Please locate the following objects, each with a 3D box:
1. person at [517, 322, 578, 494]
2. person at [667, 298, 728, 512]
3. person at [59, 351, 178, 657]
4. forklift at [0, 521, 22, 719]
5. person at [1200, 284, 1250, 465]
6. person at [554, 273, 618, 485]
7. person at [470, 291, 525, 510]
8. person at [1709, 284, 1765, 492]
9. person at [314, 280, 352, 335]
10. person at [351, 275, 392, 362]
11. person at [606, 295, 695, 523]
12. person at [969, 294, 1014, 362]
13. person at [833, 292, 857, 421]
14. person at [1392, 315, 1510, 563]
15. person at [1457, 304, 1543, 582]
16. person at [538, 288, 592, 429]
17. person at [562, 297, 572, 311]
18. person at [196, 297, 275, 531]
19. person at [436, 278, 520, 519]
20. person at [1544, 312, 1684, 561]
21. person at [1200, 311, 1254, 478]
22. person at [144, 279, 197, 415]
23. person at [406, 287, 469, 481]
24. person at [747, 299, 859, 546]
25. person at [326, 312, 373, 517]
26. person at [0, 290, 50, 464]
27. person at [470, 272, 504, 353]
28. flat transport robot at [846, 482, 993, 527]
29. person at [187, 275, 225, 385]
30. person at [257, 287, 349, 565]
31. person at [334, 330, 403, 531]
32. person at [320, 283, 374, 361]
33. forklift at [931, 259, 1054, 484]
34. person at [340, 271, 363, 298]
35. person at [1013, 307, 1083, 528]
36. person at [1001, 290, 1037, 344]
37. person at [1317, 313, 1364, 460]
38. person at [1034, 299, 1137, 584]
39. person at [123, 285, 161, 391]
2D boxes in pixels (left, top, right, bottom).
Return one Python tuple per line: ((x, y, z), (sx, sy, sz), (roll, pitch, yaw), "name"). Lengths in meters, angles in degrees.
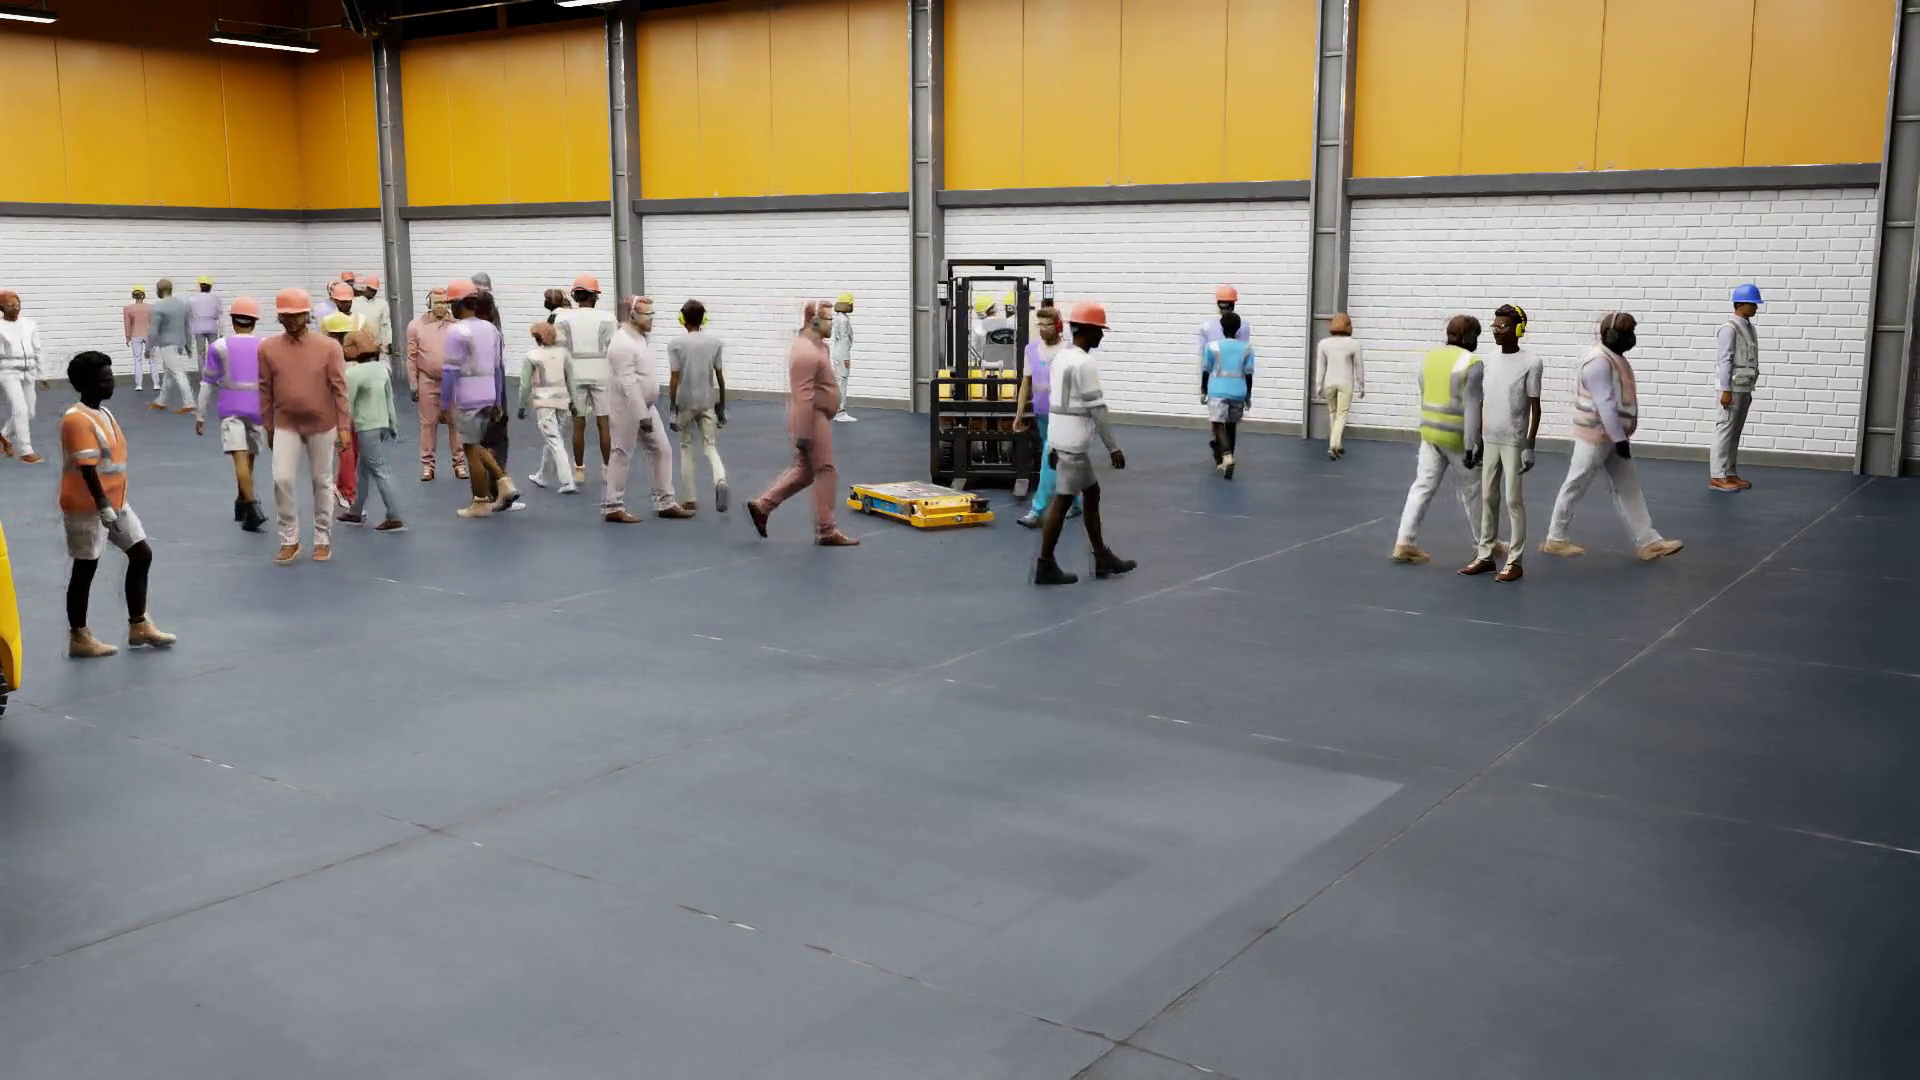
((-3.859, -1.238, 15.558), (0.860, 1.588, 0.525), (8, 12, 40), "person")
((-2.229, -1.128, 14.177), (0.516, 1.851, 0.726), (-5, 11, -27), "person")
((-4.605, -0.184, 9.048), (0.647, 1.676, 0.541), (-1, 10, -5), "person")
((-5.296, -0.090, 6.943), (1.214, 2.155, 2.313), (7, 12, 35), "forklift")
((2.752, -1.711, 17.394), (0.558, 1.926, 0.627), (6, 11, 31), "person")
((-3.588, -1.544, 16.061), (0.610, 2.040, 0.394), (-1, 10, -7), "person")
((-4.128, -1.197, 14.475), (0.705, 1.895, 0.363), (9, 13, 44), "person")
((7.328, -1.436, 15.688), (0.396, 1.946, 0.617), (9, 13, 43), "person")
((-8.015, -2.393, 21.515), (0.408, 1.909, 0.638), (3, 10, 16), "person")
((-8.706, -2.917, 24.503), (0.636, 1.941, 0.799), (-5, 11, -29), "person")
((-2.569, -1.055, 13.641), (0.841, 1.871, 0.657), (2, 10, 12), "person")
((0.356, -1.868, 18.732), (0.618, 1.787, 0.494), (-4, 10, -20), "person")
((-1.565, -2.480, 22.533), (0.322, 1.738, 0.488), (-2, 10, -14), "person")
((3.528, -0.717, 11.928), (1.003, 1.783, 0.636), (-5, 11, -27), "person")
((3.677, -0.653, 11.255), (0.329, 1.873, 0.515), (-6, 11, -31), "person")
((-5.083, -2.306, 21.243), (0.641, 1.823, 0.633), (0, 10, -2), "person")
((-5.891, -2.815, 24.887), (0.435, 1.616, 0.521), (5, 11, 28), "person")
((-5.840, -1.032, 13.524), (0.645, 1.878, 1.004), (-5, 11, -29), "person")
((-4.067, -1.164, 13.870), (0.482, 2.020, 0.603), (3, 10, 17), "person")
((4.714, -0.734, 11.978), (0.972, 1.787, 0.620), (9, 13, 42), "person")
((2.700, -1.459, 16.676), (0.526, 1.668, 0.802), (-2, 10, -10), "person")
((-11.181, -2.702, 23.359), (0.973, 1.894, 0.649), (2, 10, 13), "person")
((-5.119, -1.537, 16.424), (0.642, 1.907, 0.410), (-4, 10, -21), "person")
((-1.203, -0.878, 12.589), (0.790, 1.881, 0.662), (-1, 10, -6), "person")
((-5.296, -1.097, 14.313), (0.828, 1.733, 0.522), (9, 13, 43), "person")
((-10.164, -1.749, 17.841), (0.817, 1.860, 0.582), (4, 10, 24), "person")
((-5.845, -2.276, 20.417), (0.536, 2.000, 0.674), (5, 11, 28), "person")
((-0.358, -0.319, 14.021), (0.652, 0.197, 1.431), (-5, 11, -29), "flat transport robot")
((-13.085, -3.627, 28.881), (0.621, 1.908, 0.376), (-4, 10, -23), "person")
((-4.669, -0.802, 11.835), (0.625, 1.974, 0.651), (-2, 10, -12), "person")
((-4.820, -0.870, 13.321), (0.794, 1.595, 0.524), (2, 10, 14), "person")
((-6.801, -1.894, 18.518), (0.553, 1.923, 0.395), (-4, 10, -20), "person")
((0.370, -1.738, 16.759), (1.214, 2.155, 2.313), (1, 10, 3), "forklift")
((-11.046, -3.849, 30.001), (0.889, 1.960, 0.653), (8, 12, 38), "person")
((0.760, -1.014, 13.657), (0.556, 1.786, 0.957), (9, 13, 43), "person")
((0.660, -2.102, 20.083), (0.769, 1.806, 0.586), (9, 13, 43), "person")
((4.147, -1.684, 18.202), (0.504, 1.600, 0.812), (6, 12, 34), "person")
((0.886, -0.644, 11.115), (0.885, 1.893, 0.546), (-2, 10, -12), "person")
((-13.626, -3.361, 27.723), (0.523, 1.760, 0.324), (-5, 11, -27), "person")
